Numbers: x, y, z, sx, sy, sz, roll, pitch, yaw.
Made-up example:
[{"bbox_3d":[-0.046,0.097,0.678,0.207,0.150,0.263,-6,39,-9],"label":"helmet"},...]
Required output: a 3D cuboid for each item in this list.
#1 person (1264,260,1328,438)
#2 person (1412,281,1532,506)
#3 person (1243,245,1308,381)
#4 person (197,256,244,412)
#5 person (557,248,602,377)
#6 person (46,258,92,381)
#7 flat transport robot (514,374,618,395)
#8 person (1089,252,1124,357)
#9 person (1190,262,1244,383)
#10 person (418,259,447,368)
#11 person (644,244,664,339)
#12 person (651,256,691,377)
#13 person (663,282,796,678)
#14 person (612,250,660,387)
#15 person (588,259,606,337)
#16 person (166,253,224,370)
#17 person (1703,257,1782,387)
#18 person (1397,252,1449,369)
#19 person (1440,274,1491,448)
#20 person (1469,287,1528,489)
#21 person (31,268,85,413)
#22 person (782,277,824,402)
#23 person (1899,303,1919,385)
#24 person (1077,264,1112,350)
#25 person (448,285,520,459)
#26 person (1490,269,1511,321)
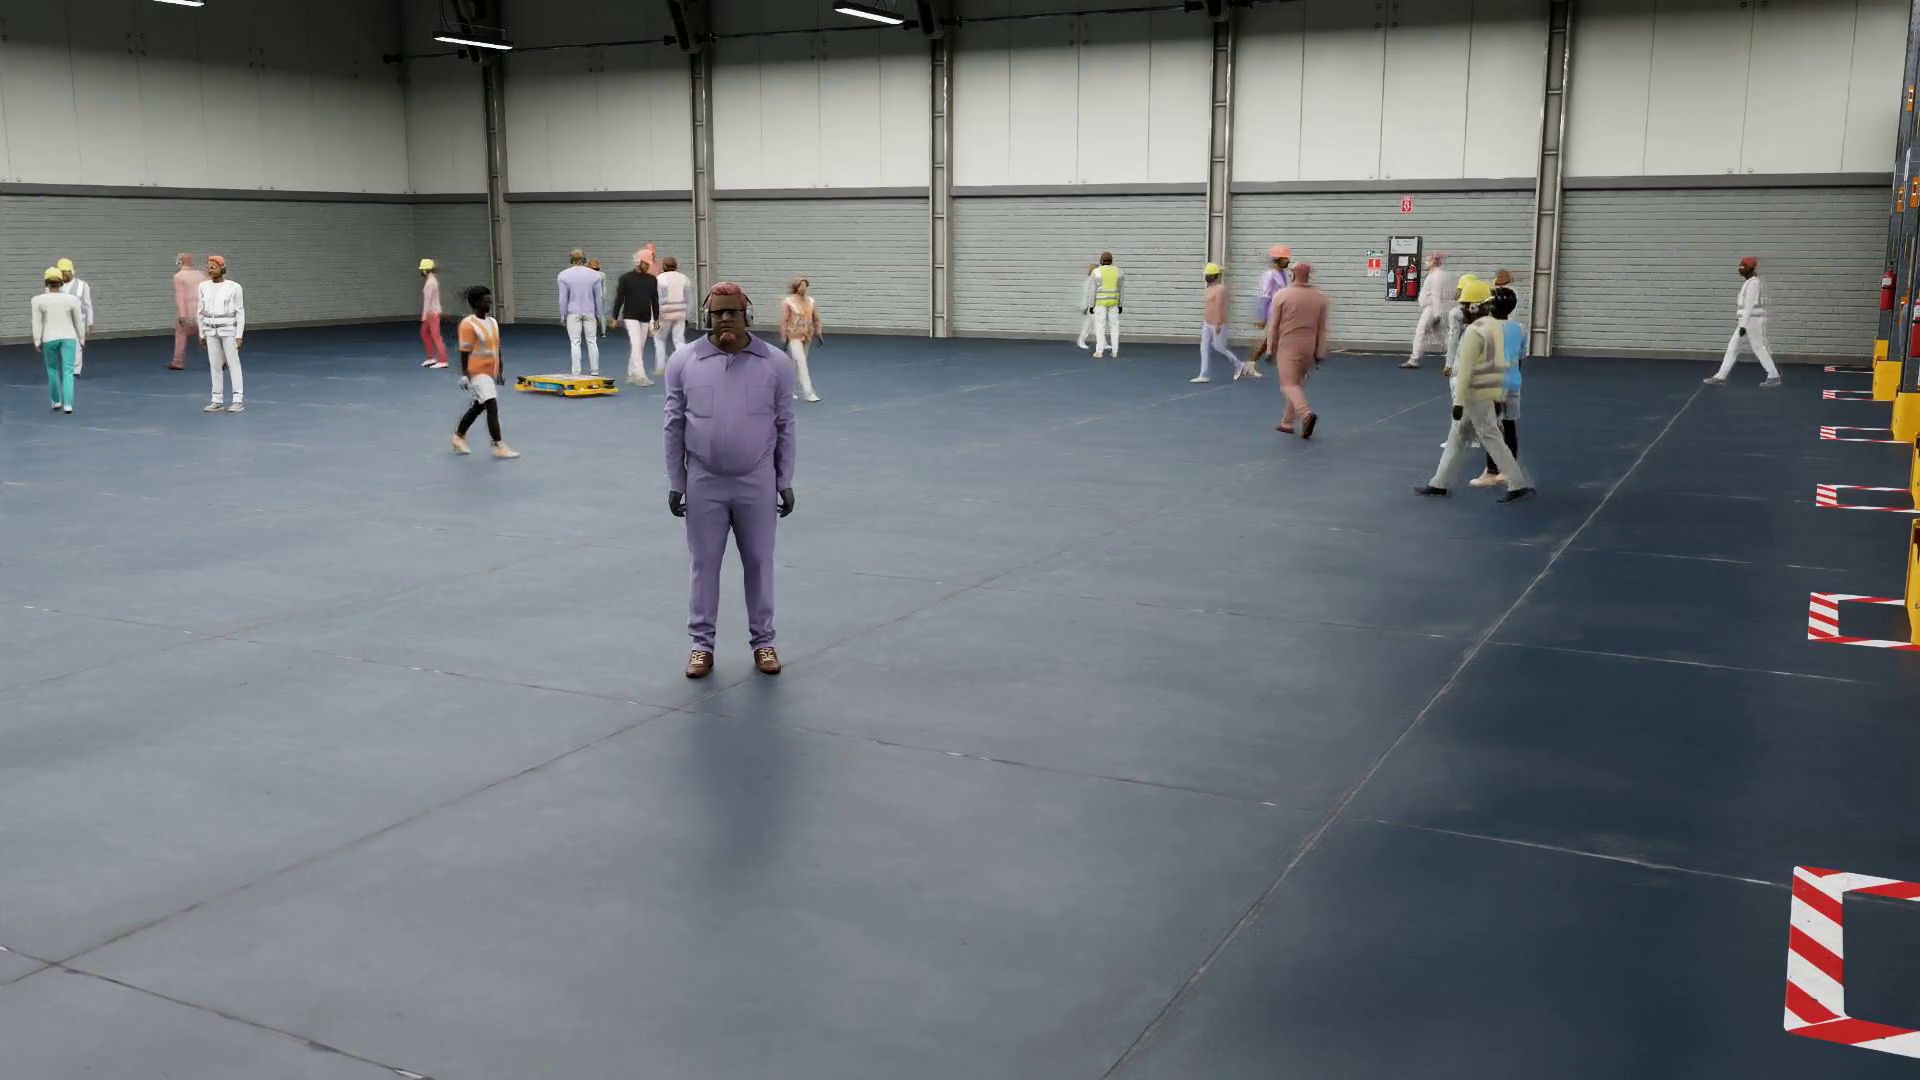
[{"bbox_3d":[3.595,-2.027,17.659,0.634,1.871,0.876,-4,11,-23],"label":"person"},{"bbox_3d":[4.150,-1.168,13.249,0.975,1.779,0.602,7,12,32],"label":"person"},{"bbox_3d":[4.643,-3.347,24.550,1.062,2.001,0.630,7,12,32],"label":"person"},{"bbox_3d":[-8.940,-2.486,20.122,0.576,1.882,0.355,1,10,6],"label":"person"},{"bbox_3d":[-5.545,-3.279,24.297,0.629,1.937,0.377,-5,11,-25],"label":"person"},{"bbox_3d":[-13.179,-3.269,24.623,0.601,1.802,0.852,-3,11,-17],"label":"person"},{"bbox_3d":[-5.322,-2.104,22.434,1.431,0.197,0.652,9,14,40],"label":"flat transport robot"},{"bbox_3d":[2.555,-4.113,29.107,0.627,1.843,0.429,-2,11,-13],"label":"person"},{"bbox_3d":[3.743,-3.133,24.022,0.741,1.743,0.525,-3,11,-16],"label":"person"},{"bbox_3d":[-8.547,-3.624,26.696,0.570,1.751,0.534,-3,11,-15],"label":"person"},{"bbox_3d":[-6.420,-5.180,34.621,0.615,1.962,0.950,-5,12,-27],"label":"person"},{"bbox_3d":[-4.392,-3.343,24.986,0.649,1.809,0.803,-7,13,-34],"label":"person"},{"bbox_3d":[-1.108,-0.286,8.057,0.641,1.908,0.408,-2,11,-10],"label":"person"},{"bbox_3d":[-4.622,-3.170,23.749,0.668,1.935,0.920,-8,13,-39],"label":"person"},{"bbox_3d":[-7.649,-5.071,34.896,0.498,1.634,0.280,-9,14,-40],"label":"person"},{"bbox_3d":[-12.118,-3.600,26.266,0.989,1.865,0.662,4,11,19],"label":"person"},{"bbox_3d":[11.143,-3.065,23.446,1.007,1.834,0.597,3,11,16],"label":"person"},{"bbox_3d":[7.564,-3.652,26.519,0.979,1.865,0.650,3,11,18],"label":"person"},{"bbox_3d":[5.056,-1.781,16.655,0.484,1.744,0.296,-5,11,-24],"label":"person"},{"bbox_3d":[4.553,-1.283,14.066,0.533,1.697,0.319,-7,13,-34],"label":"person"},{"bbox_3d":[-10.897,-2.417,20.130,0.548,1.722,0.882,-5,12,-27],"label":"person"},{"bbox_3d":[-2.053,-2.584,21.439,0.529,1.595,0.868,-10,14,-43],"label":"person"},{"bbox_3d":[11.063,-2.189,19.181,0.285,1.633,0.497,-4,11,-21],"label":"person"},{"bbox_3d":[2.515,-4.344,31.040,0.851,1.597,0.521,6,12,31],"label":"person"},{"bbox_3d":[-4.644,-1.619,15.997,0.844,1.664,0.537,3,11,17],"label":"person"},{"bbox_3d":[8.263,-3.359,25.657,0.825,1.597,0.515,4,11,23],"label":"person"}]
